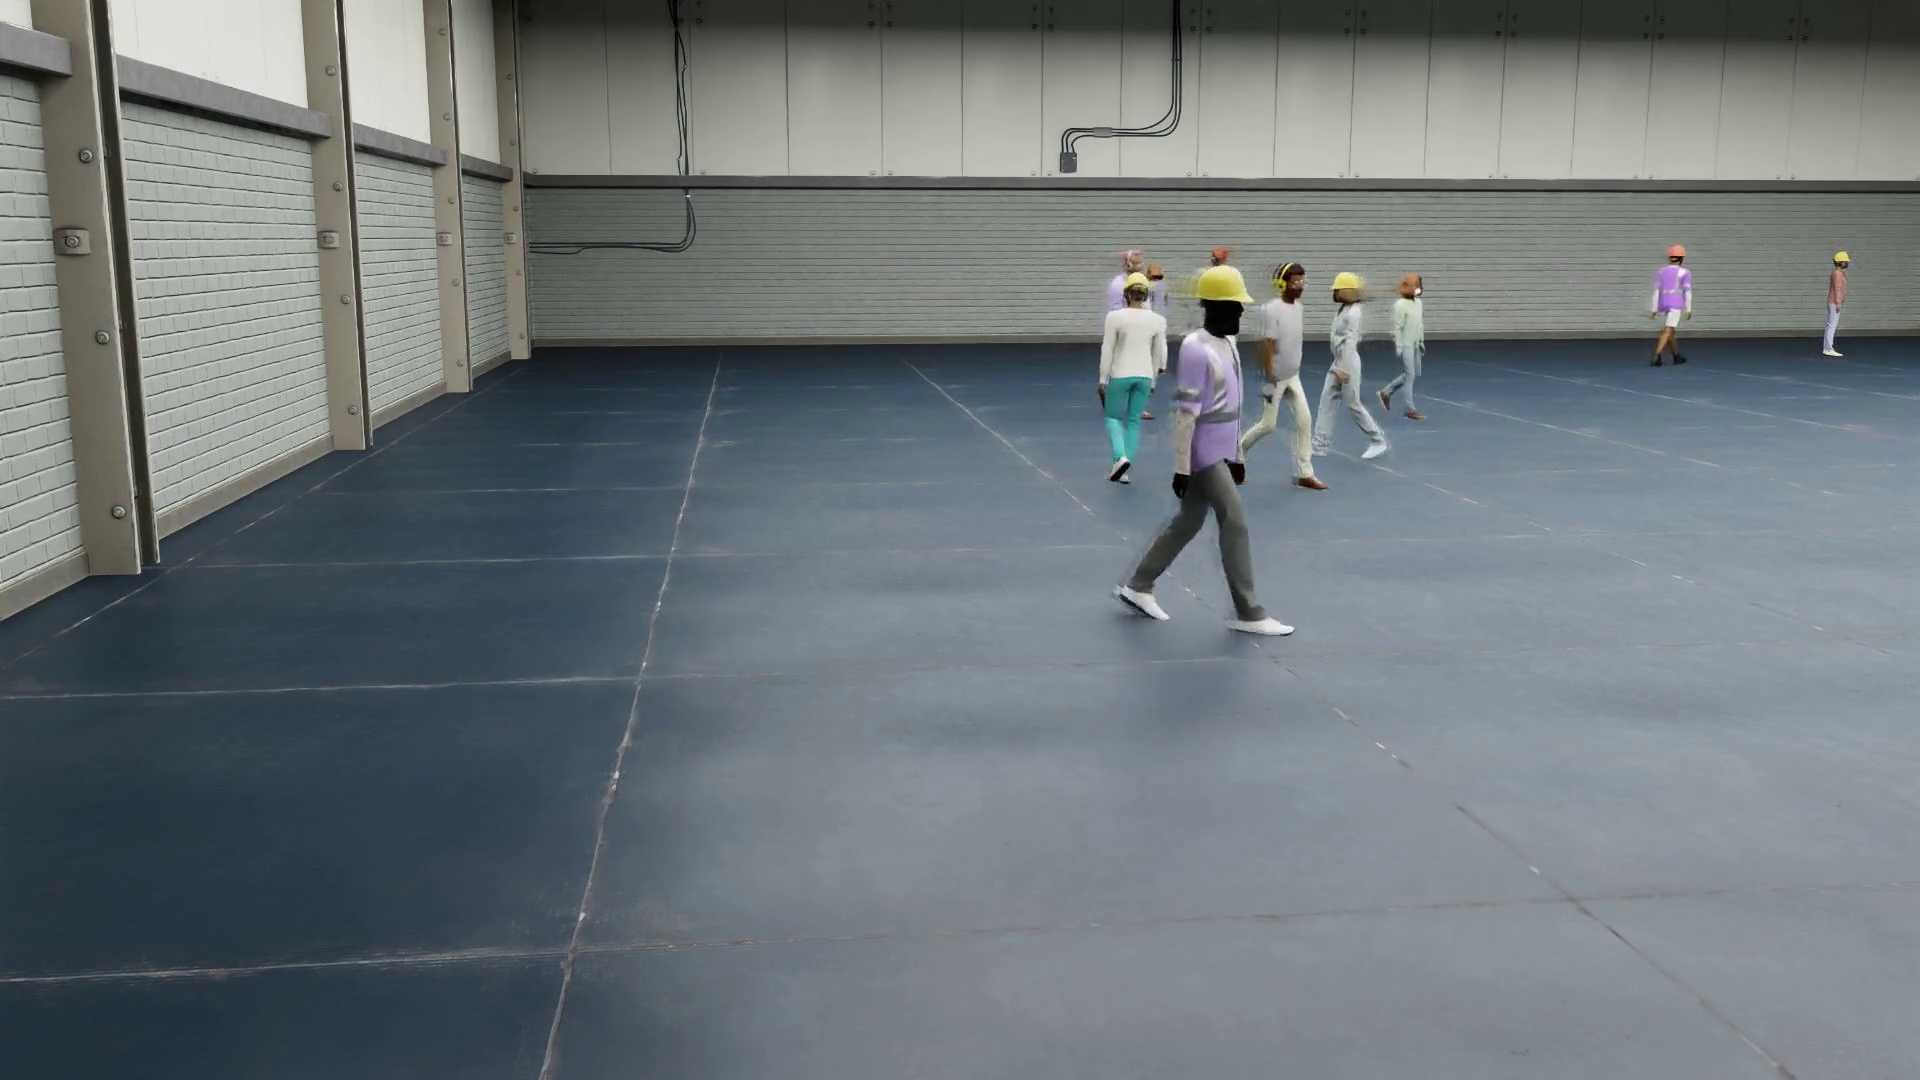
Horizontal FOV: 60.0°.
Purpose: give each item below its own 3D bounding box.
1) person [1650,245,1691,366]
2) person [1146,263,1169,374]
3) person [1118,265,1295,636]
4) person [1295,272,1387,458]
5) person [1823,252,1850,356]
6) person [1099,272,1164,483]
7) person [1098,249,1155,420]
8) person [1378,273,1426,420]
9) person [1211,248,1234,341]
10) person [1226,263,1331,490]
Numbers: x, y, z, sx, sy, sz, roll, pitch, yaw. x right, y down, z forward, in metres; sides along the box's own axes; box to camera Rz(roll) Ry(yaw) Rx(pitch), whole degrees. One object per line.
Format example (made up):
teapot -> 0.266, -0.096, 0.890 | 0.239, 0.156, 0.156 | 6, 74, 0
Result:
person -> 11.196, -3.675, 26.143 | 1.017, 1.889, 0.560 | -7, 12, -33
person -> 2.863, -3.239, 24.442 | 0.501, 1.633, 0.289 | -9, 14, -40
person -> 1.251, -0.470, 8.583 | 0.964, 1.888, 0.600 | 5, 11, 24
person -> 3.542, -1.598, 15.244 | 0.799, 1.714, 0.497 | -1, 10, -4
person -> 14.959, -4.021, 28.373 | 0.308, 1.769, 0.525 | 4, 11, 21
person -> 1.409, -1.318, 13.649 | 0.551, 1.739, 0.477 | -3, 11, -14
person -> 1.876, -2.299, 18.596 | 0.731, 1.887, 0.655 | 8, 13, 36
person -> 4.978, -2.167, 18.594 | 0.583, 1.617, 0.514 | 9, 14, 41
person -> 3.937, -3.532, 25.485 | 0.670, 1.869, 0.583 | 6, 12, 31
person -> 2.570, -1.333, 13.476 | 0.539, 1.825, 0.912 | -10, 14, -43
